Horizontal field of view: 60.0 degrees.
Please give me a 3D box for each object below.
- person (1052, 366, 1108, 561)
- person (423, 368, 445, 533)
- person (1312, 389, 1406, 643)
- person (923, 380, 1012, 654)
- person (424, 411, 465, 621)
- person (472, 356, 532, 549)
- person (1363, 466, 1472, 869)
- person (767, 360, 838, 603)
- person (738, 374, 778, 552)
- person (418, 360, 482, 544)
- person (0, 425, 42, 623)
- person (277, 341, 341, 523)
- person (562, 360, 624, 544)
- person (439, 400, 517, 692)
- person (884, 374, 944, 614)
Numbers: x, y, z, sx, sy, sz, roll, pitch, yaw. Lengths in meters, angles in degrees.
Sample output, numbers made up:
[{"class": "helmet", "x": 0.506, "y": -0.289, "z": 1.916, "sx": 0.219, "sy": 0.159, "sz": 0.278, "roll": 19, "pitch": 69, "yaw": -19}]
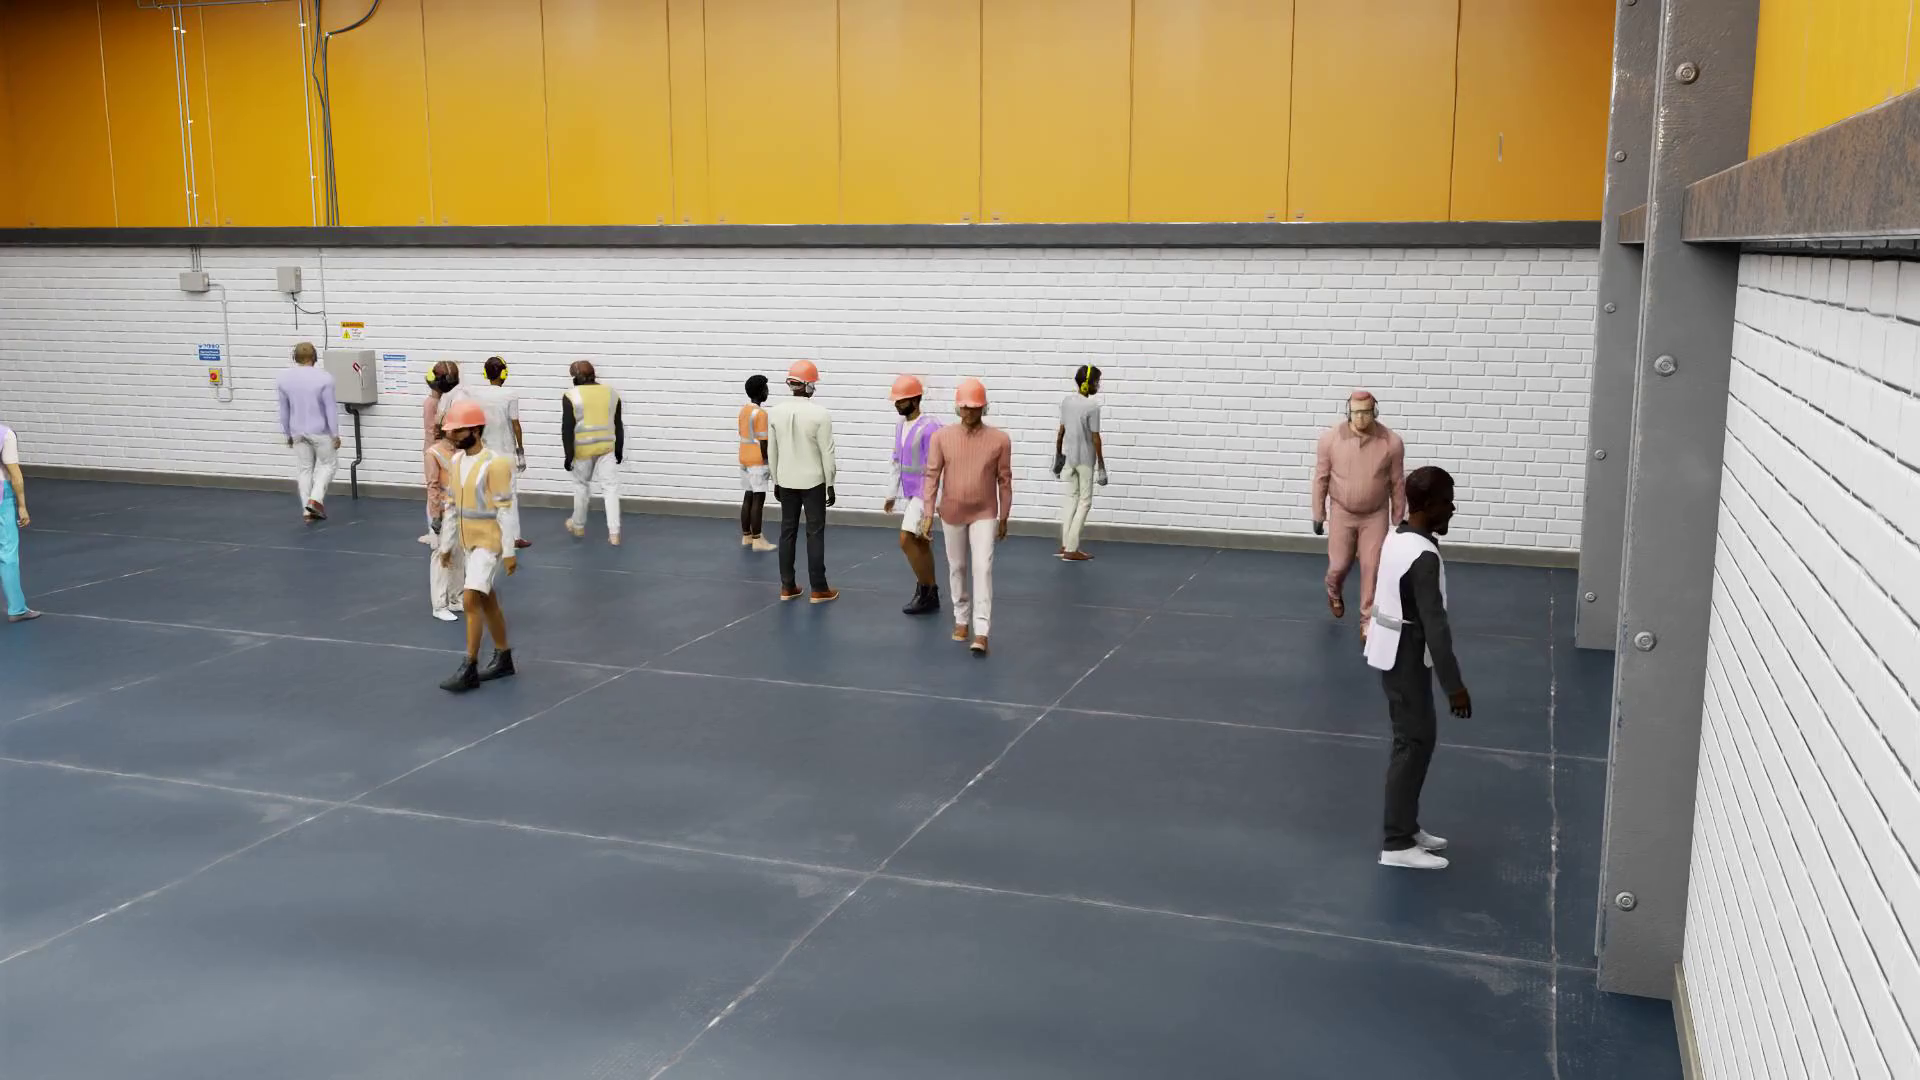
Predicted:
[{"class": "person", "x": 1.089, "y": -0.705, "z": 15.409, "sx": 0.309, "sy": 1.830, "sz": 0.655, "roll": -7, "pitch": 12, "yaw": -35}, {"class": "person", "x": -5.104, "y": -0.835, "z": 16.345, "sx": 0.383, "sy": 1.761, "sz": 0.546, "roll": 0, "pitch": 10, "yaw": 1}, {"class": "person", "x": 2.984, "y": -0.210, "z": 12.468, "sx": 0.680, "sy": 1.879, "sz": 0.694, "roll": 2, "pitch": 10, "yaw": 11}, {"class": "person", "x": 0.052, "y": -0.164, "z": 11.995, "sx": 0.634, "sy": 1.950, "sz": 0.989, "roll": 1, "pitch": 10, "yaw": 4}, {"class": "person", "x": -3.997, "y": -0.196, "z": 13.054, "sx": 0.311, "sy": 1.638, "sz": 0.523, "roll": 3, "pitch": 10, "yaw": 16}, {"class": "person", "x": -4.417, "y": -0.834, "z": 16.008, "sx": 0.510, "sy": 1.870, "sz": 0.328, "roll": 2, "pitch": 10, "yaw": 11}, {"class": "person", "x": 2.131, "y": 0.601, "z": 7.797, "sx": 0.455, "sy": 1.912, "sz": 0.612, "roll": 1, "pitch": 10, "yaw": 7}, {"class": "person", "x": -1.282, "y": -0.478, "z": 13.643, "sx": 0.613, "sy": 1.994, "sz": 0.381, "roll": 5, "pitch": 11, "yaw": 24}, {"class": "person", "x": -1.949, "y": -0.739, "z": 15.952, "sx": 0.317, "sy": 1.695, "sz": 0.540, "roll": -5, "pitch": 11, "yaw": -28}, {"class": "person", "x": -4.969, "y": -0.825, "z": 16.111, "sx": 0.780, "sy": 1.810, "sz": 0.629, "roll": -6, "pitch": 12, "yaw": -32}, {"class": "person", "x": -7.497, "y": -0.263, "z": 12.841, "sx": 0.562, "sy": 1.849, "sz": 0.390, "roll": 0, "pitch": 10, "yaw": 2}, {"class": "person", "x": -6.823, "y": -1.131, "z": 17.510, "sx": 0.654, "sy": 1.921, "sz": 0.429, "roll": 2, "pitch": 10, "yaw": 9}, {"class": "person", "x": -3.663, "y": -0.879, "z": 16.458, "sx": 0.667, "sy": 1.786, "sz": 0.926, "roll": -6, "pitch": 12, "yaw": -32}, {"class": "person", "x": -3.270, "y": 0.040, "z": 10.958, "sx": 0.564, "sy": 1.906, "sz": 0.791, "roll": 9, "pitch": 13, "yaw": 40}, {"class": "person", "x": -0.363, "y": -0.359, "z": 13.190, "sx": 0.564, "sy": 1.910, "sz": 0.552, "roll": -5, "pitch": 11, "yaw": -26}]
